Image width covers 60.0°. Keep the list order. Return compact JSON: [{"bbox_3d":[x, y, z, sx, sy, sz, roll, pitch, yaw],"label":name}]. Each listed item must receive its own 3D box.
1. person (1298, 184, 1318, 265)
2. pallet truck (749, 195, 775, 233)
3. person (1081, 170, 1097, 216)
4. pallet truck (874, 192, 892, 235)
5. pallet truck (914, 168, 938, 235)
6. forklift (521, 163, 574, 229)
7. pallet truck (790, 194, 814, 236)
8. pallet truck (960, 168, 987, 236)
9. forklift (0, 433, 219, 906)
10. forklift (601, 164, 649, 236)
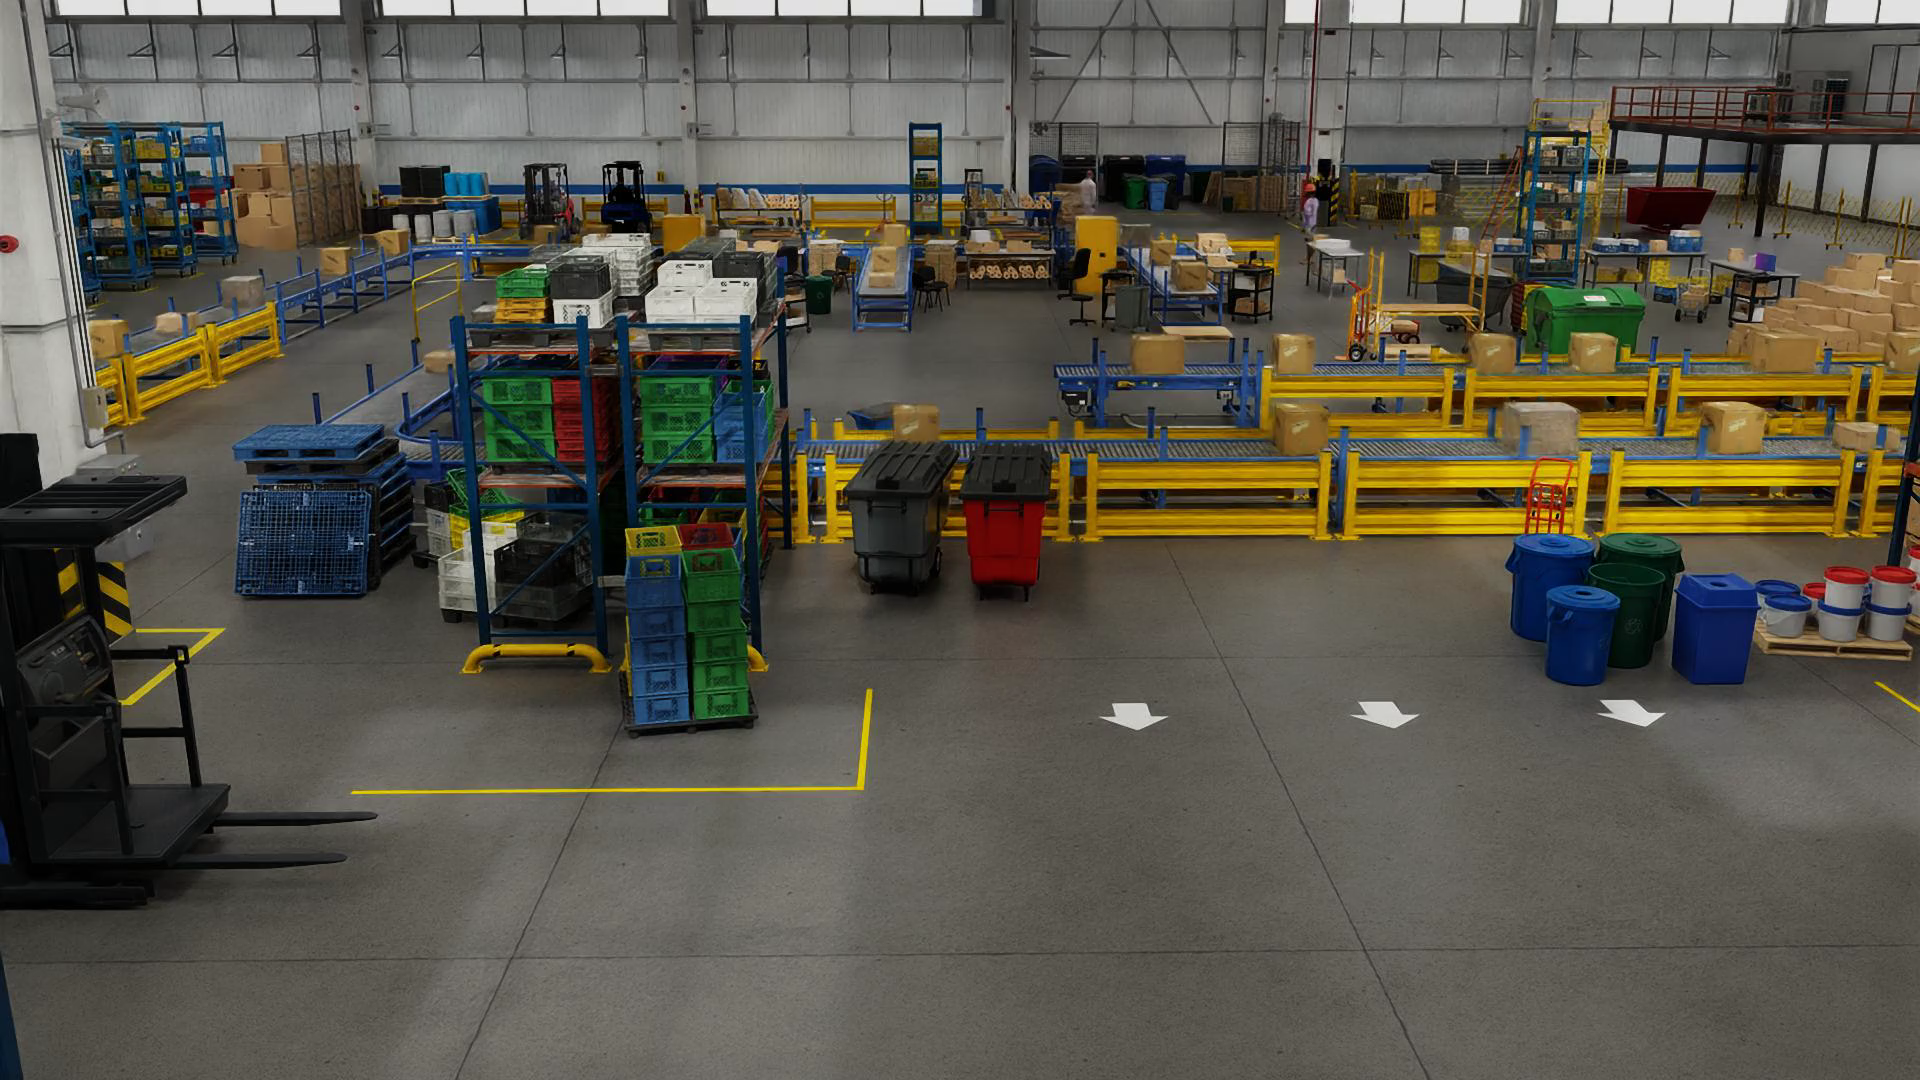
[{"bbox_3d":[8.954,-8.108,42.796,0.566,2.036,0.637,10,19,31],"label":"person"},{"bbox_3d":[-6.051,-9.967,50.660,0.680,1.201,1.601,0,16,-1],"label":"pallet truck"},{"bbox_3d":[3.916,-10.337,50.797,0.492,1.882,0.648,-10,19,-32],"label":"person"},{"bbox_3d":[-2.277,-9.986,50.594,0.653,1.274,1.630,0,16,-1],"label":"pallet truck"},{"bbox_3d":[-0.989,-10.316,50.507,0.823,1.965,1.885,1,16,3],"label":"pallet truck"},{"bbox_3d":[-12.233,-10.122,49.298,1.157,1.987,2.680,0,16,-1],"label":"forklift"},{"bbox_3d":[-4.814,-9.883,50.259,0.704,1.261,1.522,-1,16,-3],"label":"pallet truck"},{"bbox_3d":[0.383,-10.230,50.206,0.823,1.965,1.885,-1,16,-3],"label":"pallet truck"},{"bbox_3d":[-5.952,0.780,10.366,1.873,2.768,1.129,0,16,-1],"label":"forklift"},{"bbox_3d":[-9.948,-10.127,49.296,1.157,1.987,2.680,-1,16,-3],"label":"forklift"}]
